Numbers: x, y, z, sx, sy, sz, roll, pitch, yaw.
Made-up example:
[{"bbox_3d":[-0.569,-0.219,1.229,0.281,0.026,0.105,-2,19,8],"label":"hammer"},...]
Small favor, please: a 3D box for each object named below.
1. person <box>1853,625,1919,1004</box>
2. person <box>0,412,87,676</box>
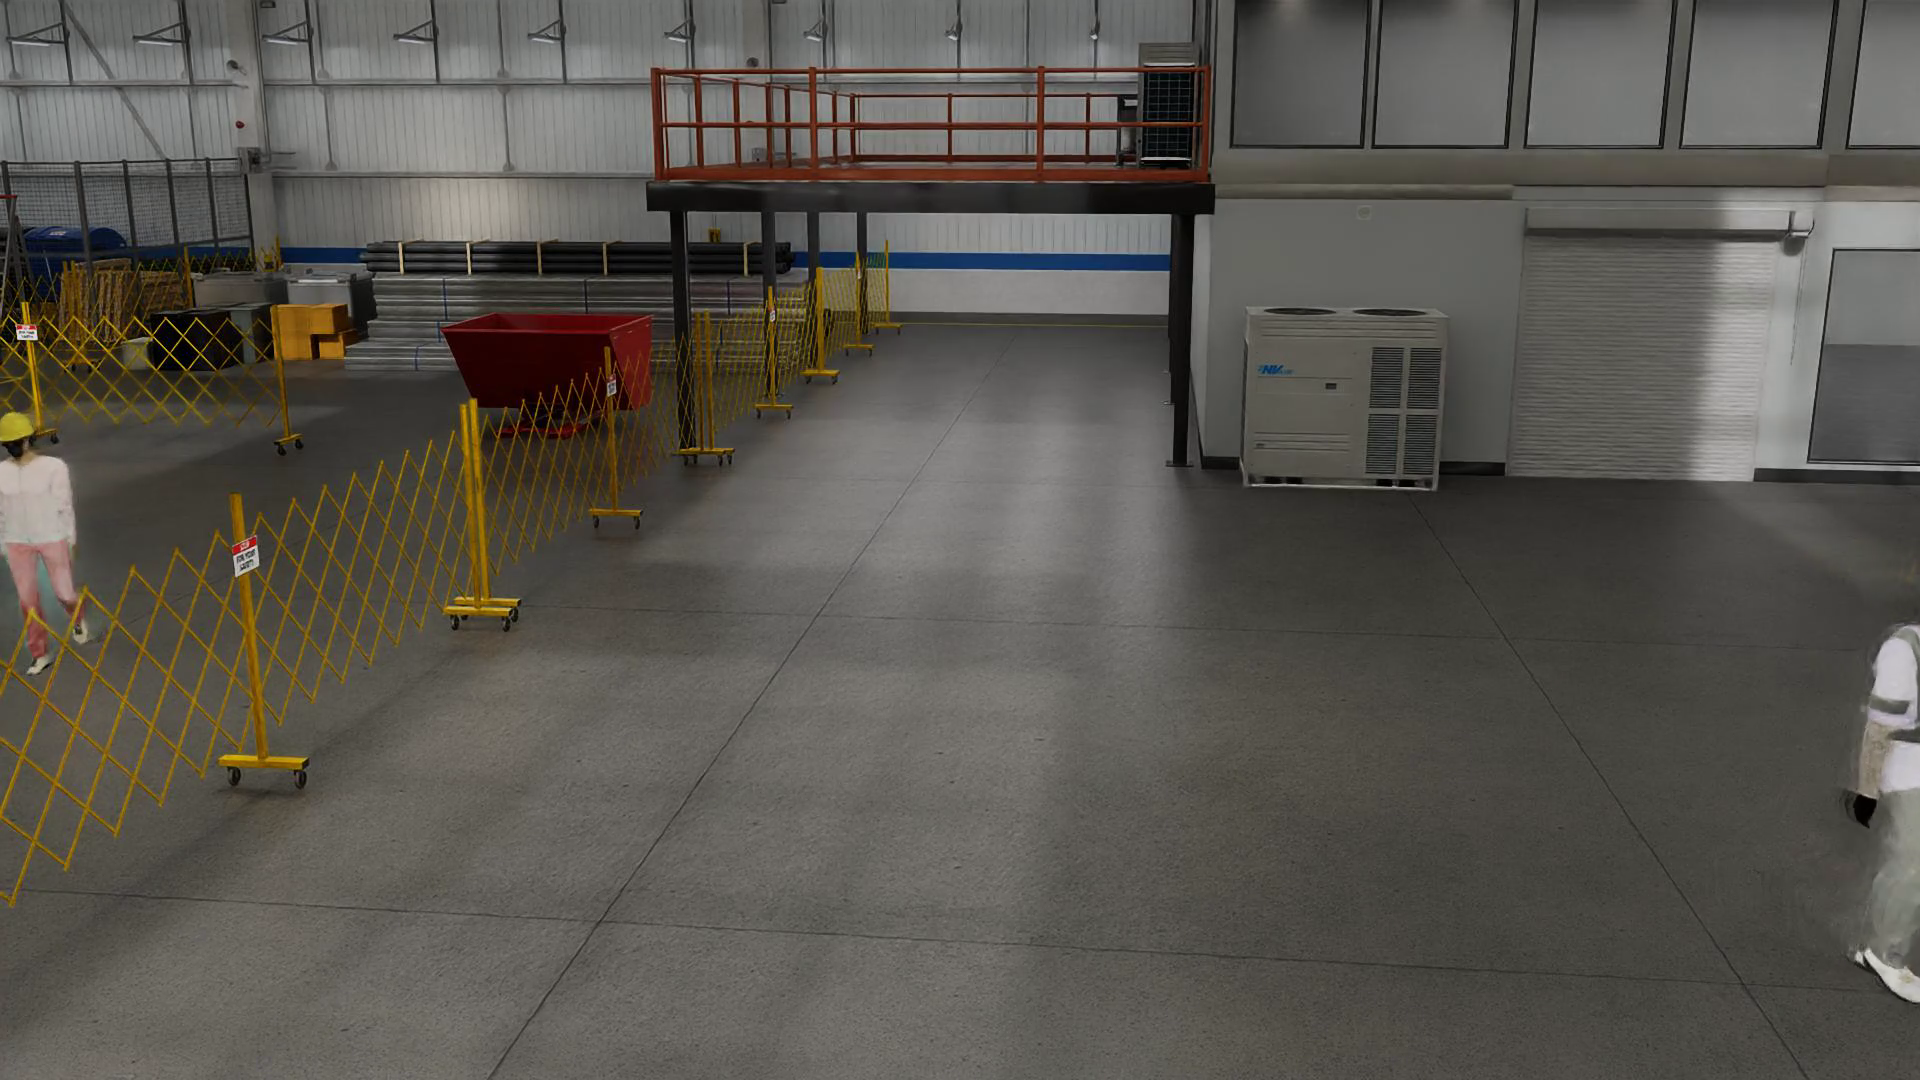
[{"bbox_3d":[4.000,0.976,6.813,0.623,1.907,0.536,-8,16,-29],"label":"person"},{"bbox_3d":[-6.186,-0.008,11.154,0.539,1.750,0.578,-3,14,-13],"label":"person"}]
